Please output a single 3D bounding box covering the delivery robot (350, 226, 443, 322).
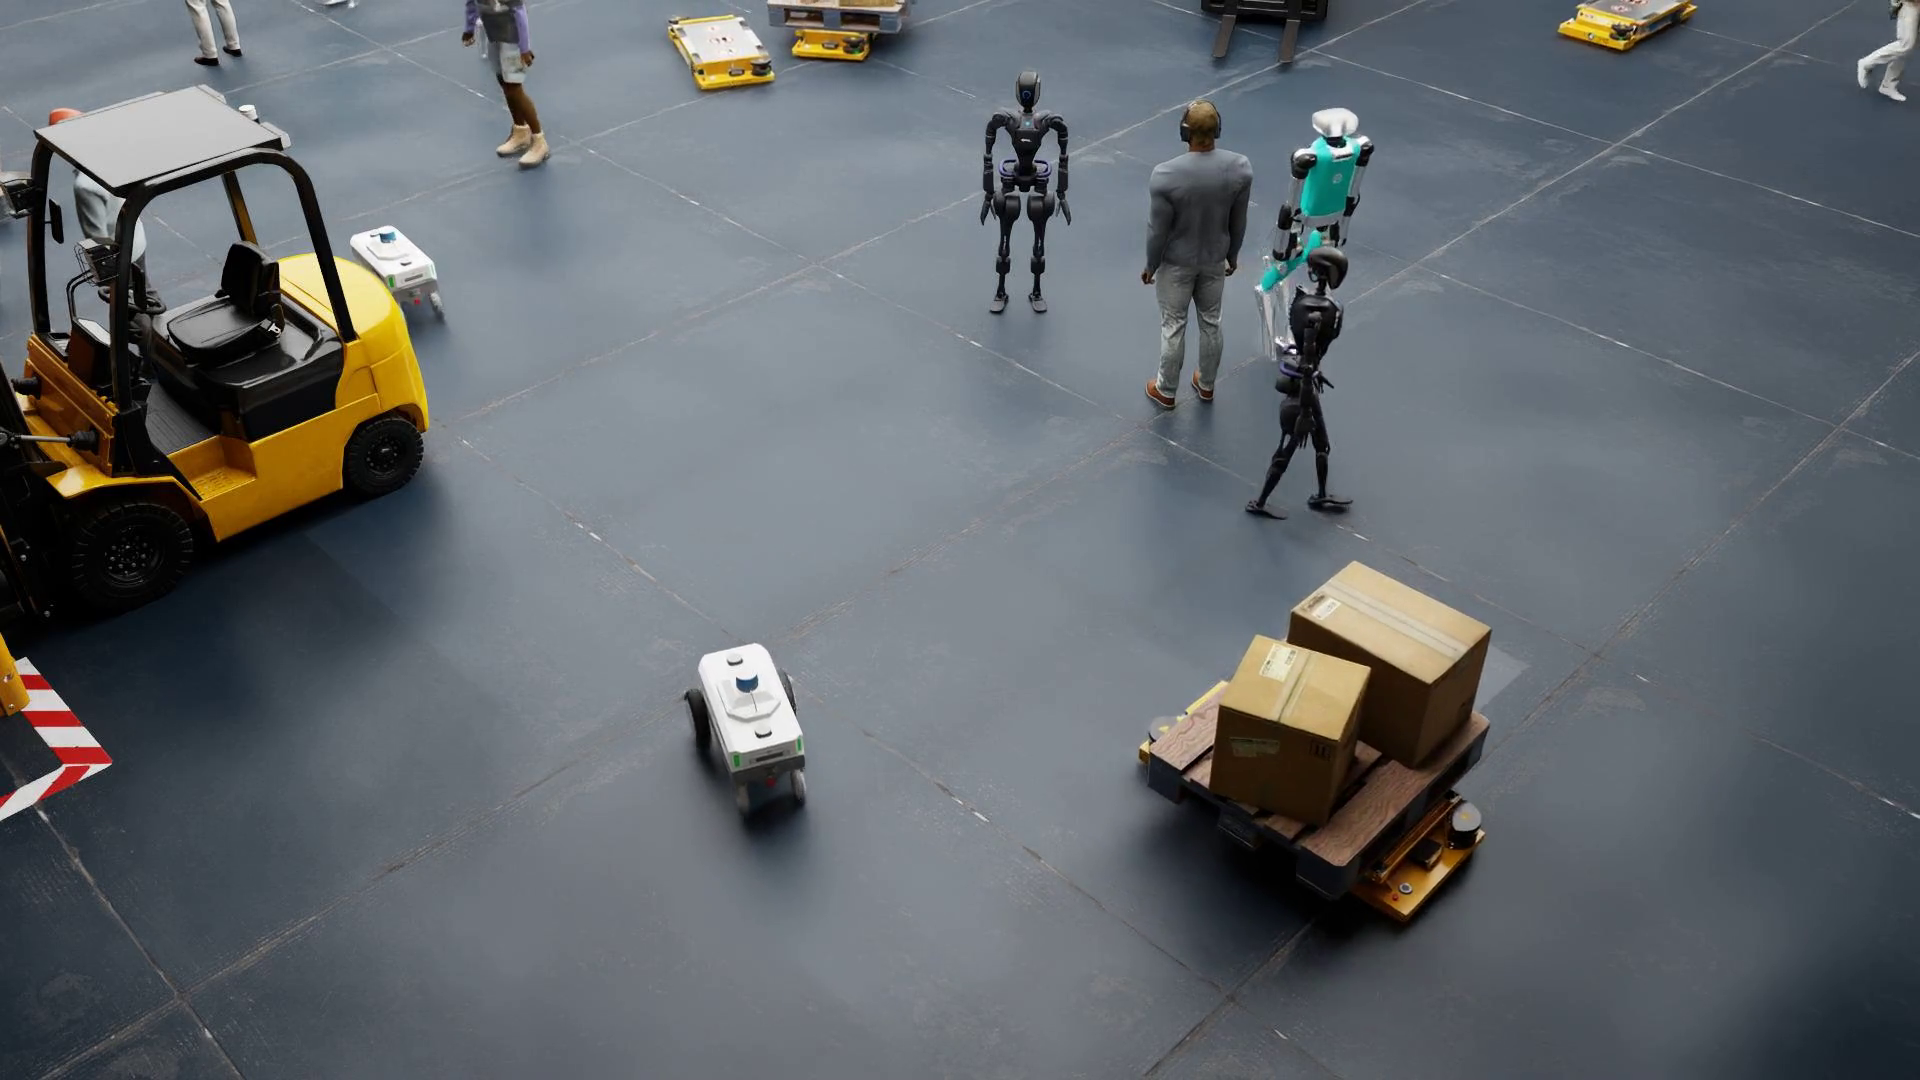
[{"bbox_3d":[-3.813,-1.818,11.208,0.499,0.614,0.818,-25,43,-29],"label":"delivery robot"}]

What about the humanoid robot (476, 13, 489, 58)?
[{"bbox_3d":[-4.096,-4.975,14.456,0.542,1.808,0.766,-9,38,-12],"label":"humanoid robot"}]

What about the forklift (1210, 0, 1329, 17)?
[{"bbox_3d":[3.106,-6.400,15.960,1.214,2.155,2.313,8,37,10],"label":"forklift"}]

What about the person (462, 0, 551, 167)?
[{"bbox_3d":[-3.542,-3.874,12.711,0.446,2.032,0.734,-29,45,-33],"label":"person"}]

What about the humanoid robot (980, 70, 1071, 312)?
[{"bbox_3d":[0.432,-2.255,10.827,0.599,1.657,0.315,1,37,1],"label":"humanoid robot"}]

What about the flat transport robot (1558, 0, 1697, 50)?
[{"bbox_3d":[6.283,-4.929,15.594,1.431,0.231,0.659,-30,46,-34],"label":"flat transport robot"}]

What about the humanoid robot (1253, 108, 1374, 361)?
[{"bbox_3d":[2.077,-1.873,10.325,0.535,1.831,0.764,-15,39,-19],"label":"humanoid robot"}]

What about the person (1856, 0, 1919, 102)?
[{"bbox_3d":[7.961,-4.465,13.841,0.511,1.623,0.412,-16,40,-20],"label":"person"}]

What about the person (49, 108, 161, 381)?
[{"bbox_3d":[-5.186,-1.804,10.184,0.351,1.739,0.572,-4,37,-5],"label":"person"}]

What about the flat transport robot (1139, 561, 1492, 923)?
[{"bbox_3d":[1.575,1.112,7.509,1.431,0.231,0.659,30,46,34],"label":"flat transport robot"}]

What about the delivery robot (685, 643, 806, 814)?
[{"bbox_3d":[-0.960,0.827,7.643,0.499,0.585,0.772,-12,39,-16],"label":"delivery robot"}]

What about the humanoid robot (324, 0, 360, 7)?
[{"bbox_3d":[-6.041,-5.882,15.666,0.553,1.796,0.784,12,38,16],"label":"humanoid robot"}]

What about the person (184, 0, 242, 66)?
[{"bbox_3d":[-6.680,-5.044,14.485,0.384,1.781,0.553,20,41,25],"label":"person"}]

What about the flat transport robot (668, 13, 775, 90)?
[{"bbox_3d":[-2.151,-4.390,14.873,0.659,0.231,1.431,-12,38,-15],"label":"flat transport robot"}]

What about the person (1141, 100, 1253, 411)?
[{"bbox_3d":[1.370,-1.656,9.824,0.626,1.935,0.372,-9,38,-12],"label":"person"}]

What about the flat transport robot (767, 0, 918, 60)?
[{"bbox_3d":[-1.057,-4.790,15.409,0.659,0.231,1.431,6,37,8],"label":"flat transport robot"}]

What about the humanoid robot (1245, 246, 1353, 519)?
[{"bbox_3d":[1.909,-0.806,8.905,0.596,1.640,0.610,9,38,12],"label":"humanoid robot"}]

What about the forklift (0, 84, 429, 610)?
[{"bbox_3d":[-4.145,-1.093,8.856,2.313,2.155,1.214,-31,47,-34],"label":"forklift"}]
